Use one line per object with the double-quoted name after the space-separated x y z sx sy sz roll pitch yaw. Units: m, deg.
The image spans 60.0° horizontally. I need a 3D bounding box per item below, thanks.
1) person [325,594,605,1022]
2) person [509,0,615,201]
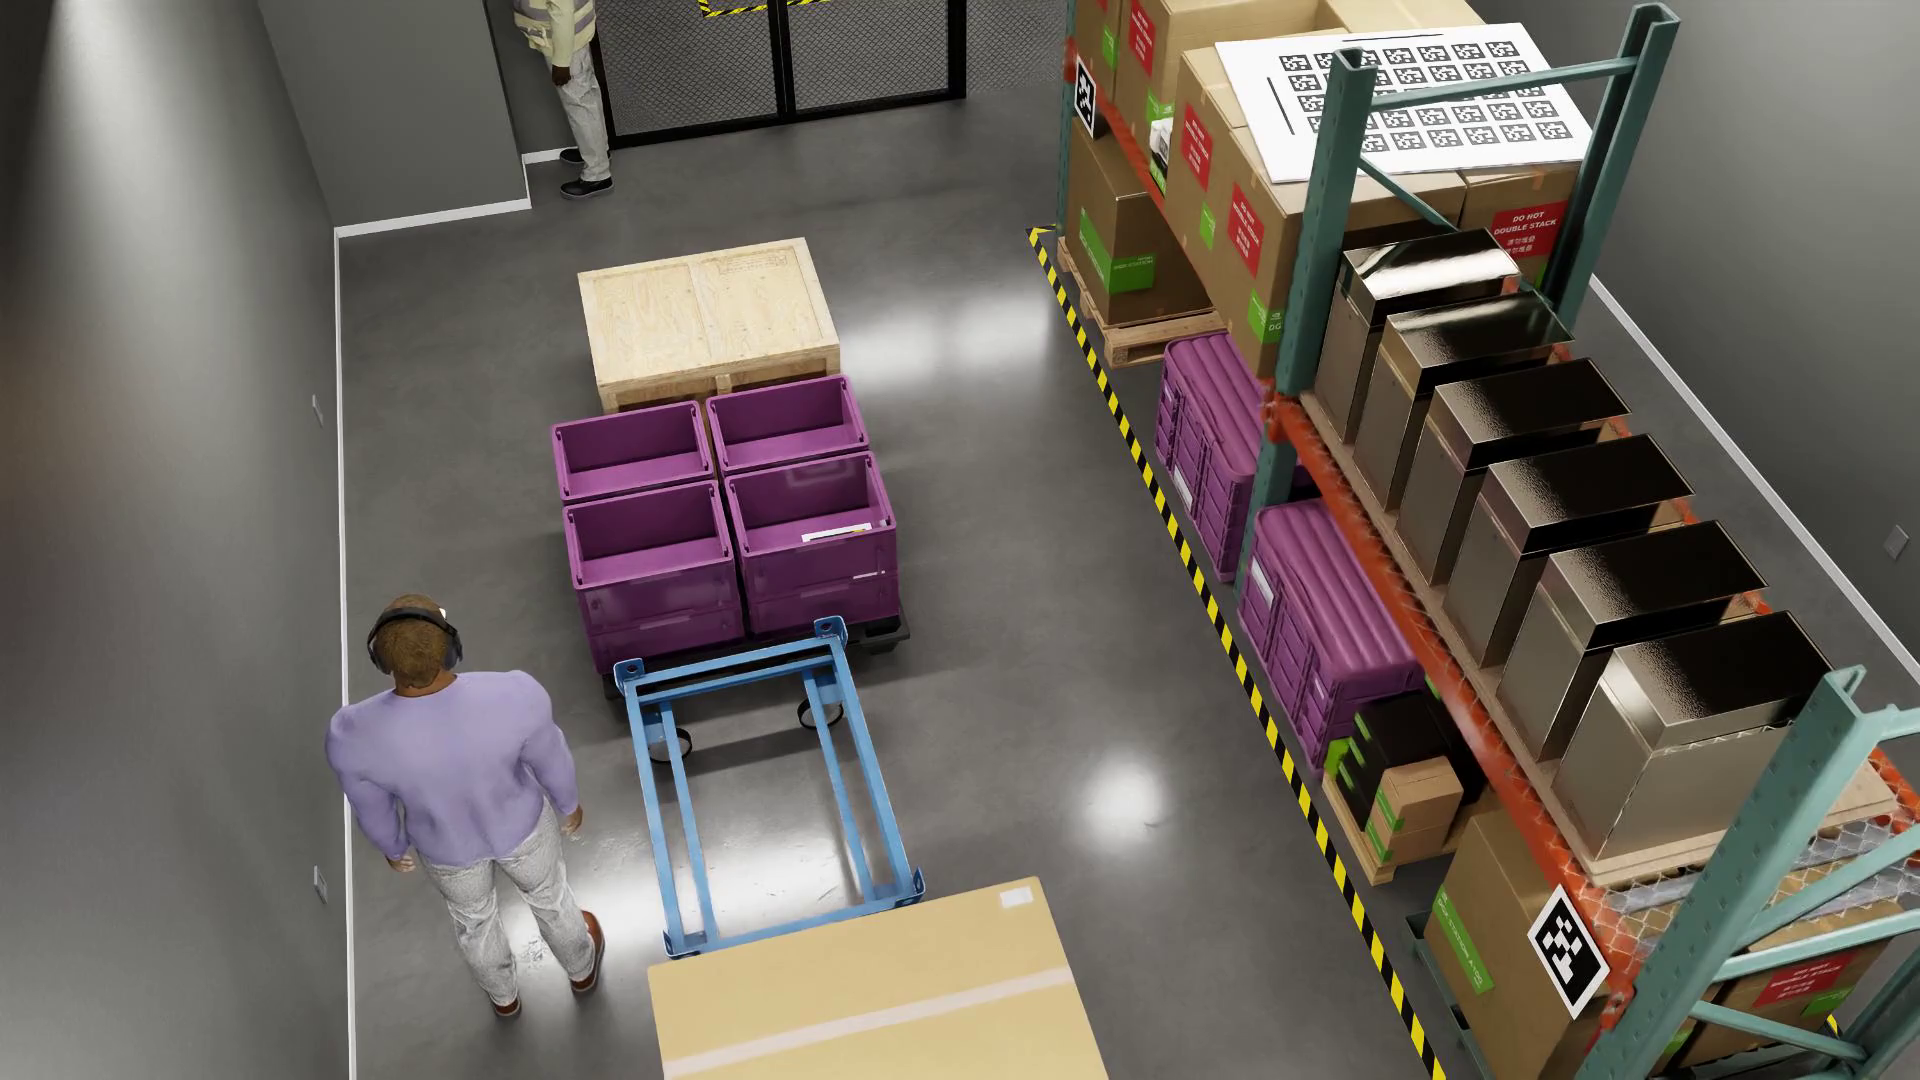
-1.470 0.864 5.093 0.634 1.938 0.355 -13 49 -12 "person"
-2.010 -2.559 8.308 0.404 1.829 0.600 -6 48 -5 "person"
